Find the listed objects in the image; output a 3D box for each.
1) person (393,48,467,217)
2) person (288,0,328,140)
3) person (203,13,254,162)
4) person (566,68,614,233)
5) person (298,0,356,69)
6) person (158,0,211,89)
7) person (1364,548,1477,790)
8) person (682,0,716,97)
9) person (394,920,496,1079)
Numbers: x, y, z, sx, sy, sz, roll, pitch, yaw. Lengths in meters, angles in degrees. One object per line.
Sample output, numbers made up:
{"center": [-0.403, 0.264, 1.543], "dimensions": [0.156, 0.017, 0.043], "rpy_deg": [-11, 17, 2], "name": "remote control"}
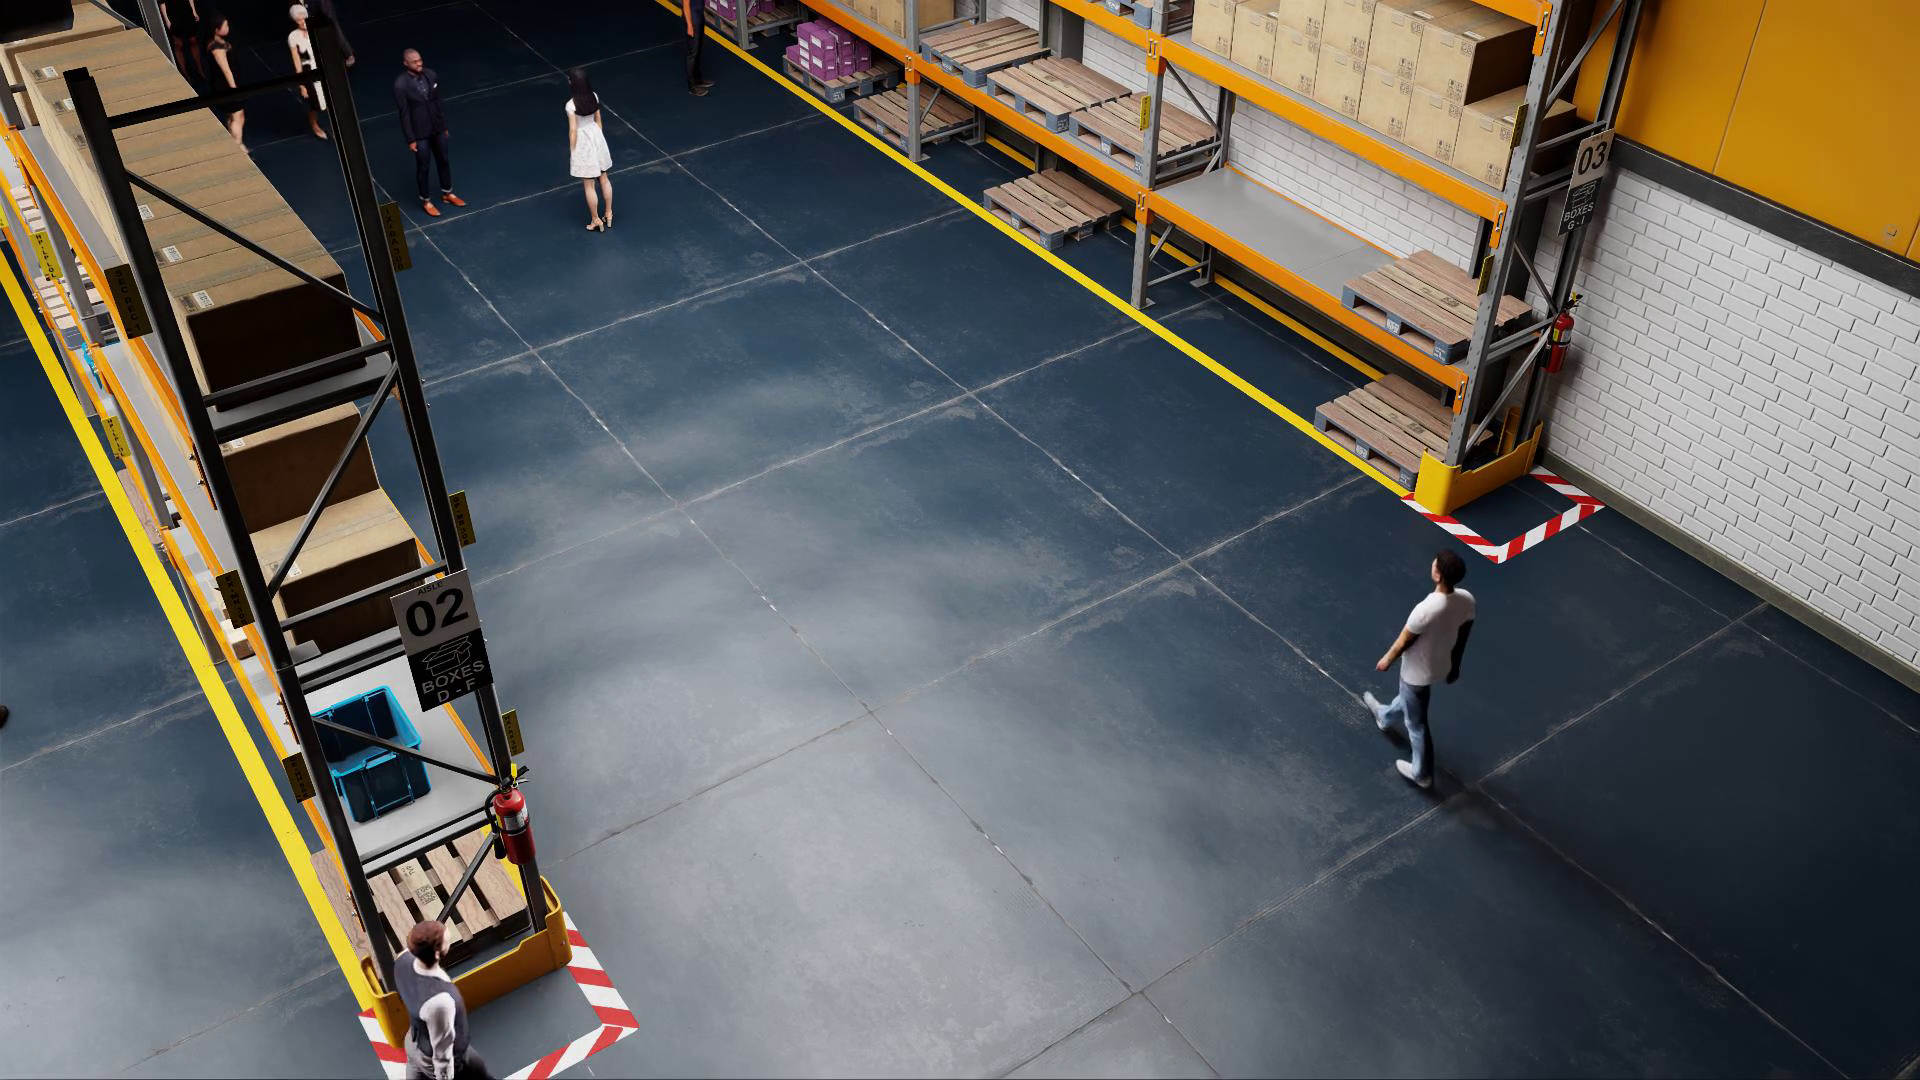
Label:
{"center": [-5.658, -4.339, 17.631], "dimensions": [0.674, 1.815, 0.743], "rpy_deg": [29, 47, 31], "name": "person"}
{"center": [-7.323, -5.221, 18.821], "dimensions": [1.153, 1.708, 0.787], "rpy_deg": [29, 47, 31], "name": "person"}
{"center": [-8.203, -5.052, 18.610], "dimensions": [0.761, 1.706, 0.550], "rpy_deg": [-19, 42, -22], "name": "person"}
{"center": [-3.861, -4.062, 17.316], "dimensions": [0.716, 1.775, 0.713], "rpy_deg": [28, 46, 31], "name": "person"}
{"center": [-7.957, -6.748, 20.626], "dimensions": [0.783, 1.842, 1.176], "rpy_deg": [-32, 48, -33], "name": "person"}
{"center": [-9.527, -6.391, 20.288], "dimensions": [0.559, 1.705, 0.622], "rpy_deg": [31, 48, 32], "name": "person"}
{"center": [3.153, 0.903, 11.063], "dimensions": [0.703, 1.820, 1.085], "rpy_deg": [-22, 44, -25], "name": "person"}
{"center": [-3.222, -6.303, 20.112], "dimensions": [0.763, 1.788, 0.709], "rpy_deg": [7, 39, 9], "name": "person"}
{"center": [-2.819, 2.717, 8.722], "dimensions": [0.810, 1.907, 1.198], "rpy_deg": [-29, 47, -31], "name": "person"}
